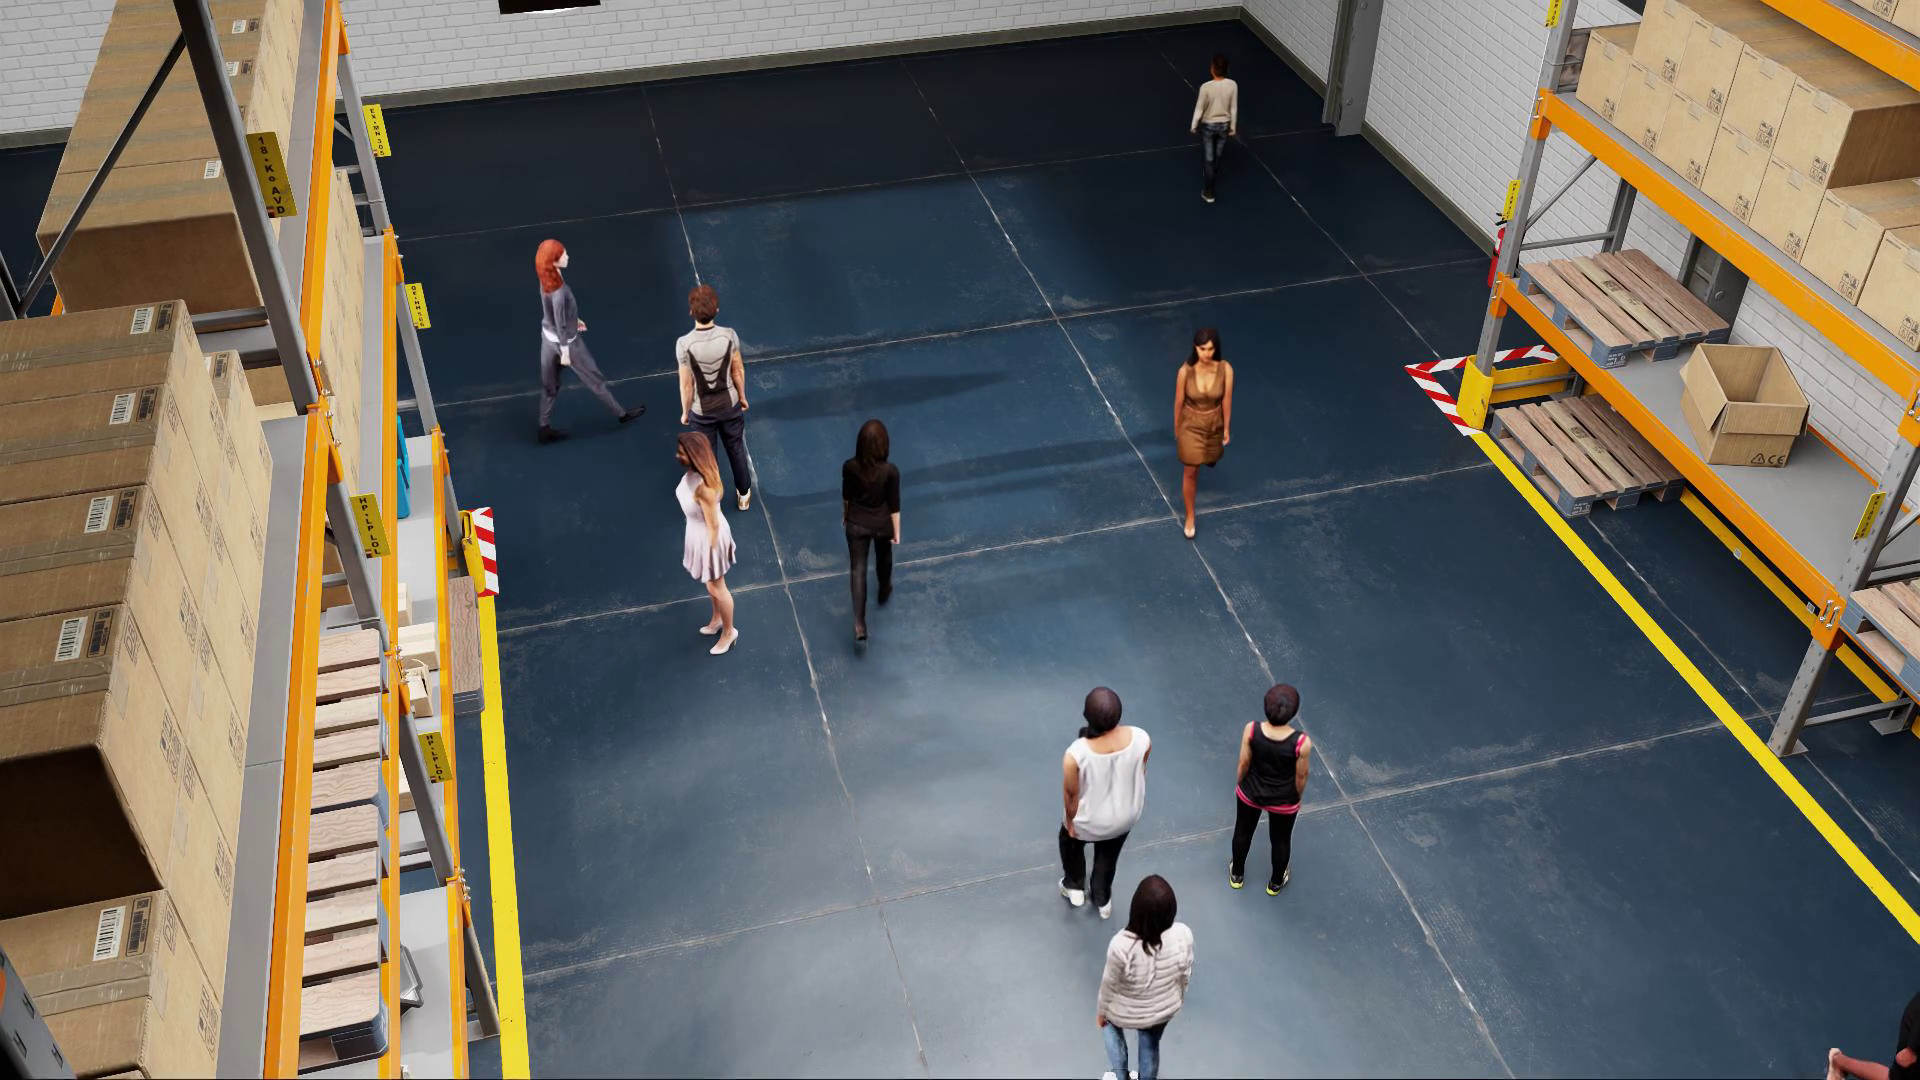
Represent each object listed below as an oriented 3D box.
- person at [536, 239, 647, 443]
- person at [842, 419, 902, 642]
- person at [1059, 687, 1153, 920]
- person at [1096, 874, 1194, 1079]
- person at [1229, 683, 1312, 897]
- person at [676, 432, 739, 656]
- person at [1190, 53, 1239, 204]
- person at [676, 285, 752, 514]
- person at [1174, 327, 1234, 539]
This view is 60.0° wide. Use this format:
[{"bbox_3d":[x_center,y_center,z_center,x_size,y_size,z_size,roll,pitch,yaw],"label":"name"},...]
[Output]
[{"bbox_3d":[-3.154,-1.491,12.865,0.827,1.729,1.092,-18,42,-22],"label":"person"},{"bbox_3d":[-0.619,-0.044,11.144,0.796,1.615,1.103,2,39,2],"label":"person"},{"bbox_3d":[0.788,1.498,9.166,0.672,1.674,0.629,-6,39,-8],"label":"person"},{"bbox_3d":[0.913,2.321,8.175,0.639,1.624,0.575,-8,39,-10],"label":"person"},{"bbox_3d":[1.742,1.406,9.379,0.628,1.552,0.668,14,41,17],"label":"person"},{"bbox_3d":[-1.653,0.019,10.941,0.632,1.769,0.526,-12,40,-15],"label":"person"},{"bbox_3d":[2.497,-3.991,16.223,0.616,1.444,0.868,-5,39,-7],"label":"person"},{"bbox_3d":[-1.792,-0.995,12.111,0.686,1.894,0.586,-15,41,-18],"label":"person"},{"bbox_3d":[1.753,-0.850,12.110,0.707,1.668,1.017,-1,39,-1],"label":"person"}]
